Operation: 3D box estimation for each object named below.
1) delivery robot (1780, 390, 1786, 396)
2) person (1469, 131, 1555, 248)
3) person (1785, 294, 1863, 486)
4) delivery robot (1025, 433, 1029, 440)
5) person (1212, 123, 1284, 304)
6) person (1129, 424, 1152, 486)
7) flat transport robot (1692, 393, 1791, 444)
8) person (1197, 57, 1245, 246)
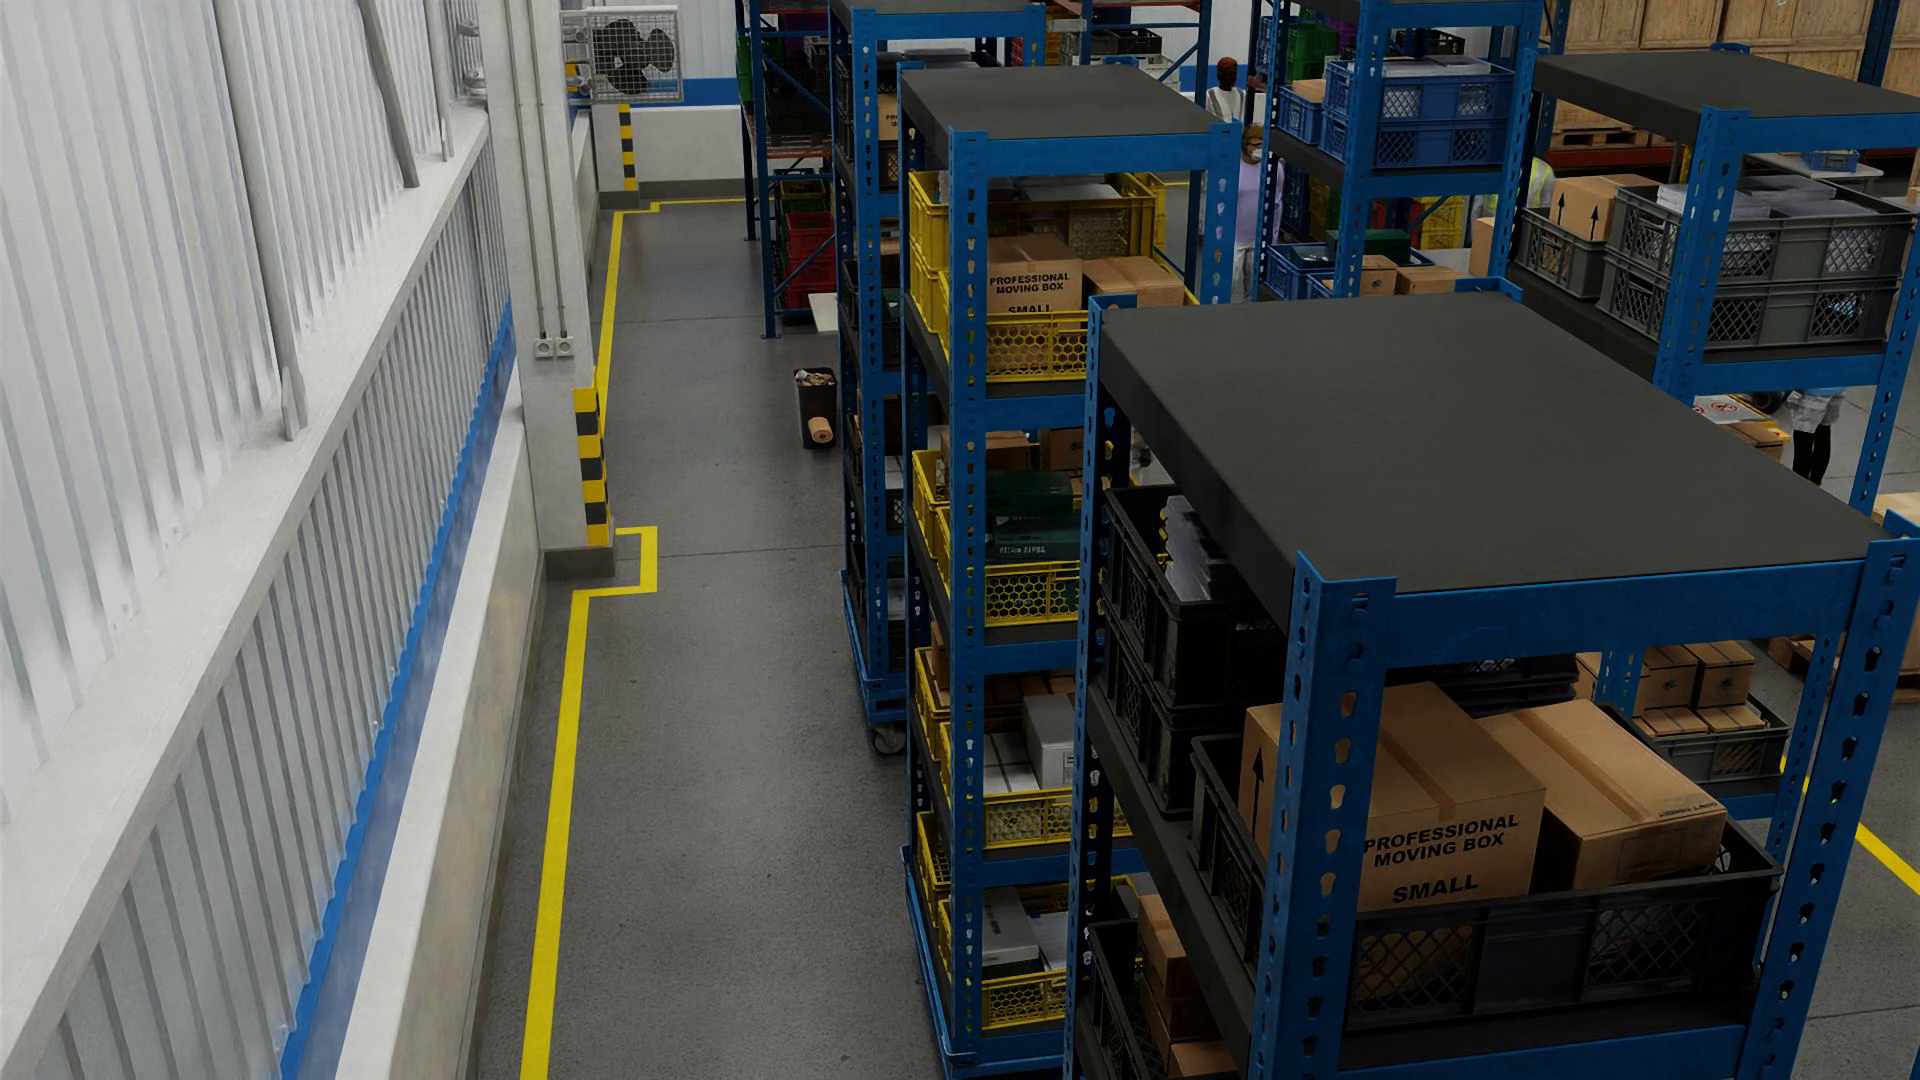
[{"bbox_3d":[6.066,-1.365,12.789,0.477,0.478,0.707,-21,32,-38],"label":"delivery robot"},{"bbox_3d":[4.559,-2.520,13.880,0.633,1.839,0.429,12,28,25],"label":"person"},{"bbox_3d":[5.538,-0.995,10.738,0.532,1.693,0.319,-17,30,-33],"label":"person"},{"bbox_3d":[0.154,-0.731,11.409,0.707,0.478,0.477,15,29,30],"label":"delivery robot"},{"bbox_3d":[2.324,-2.442,13.606,0.629,1.931,0.357,-7,26,-16],"label":"person"},{"bbox_3d":[0.967,-0.606,9.950,0.307,1.644,0.520,-15,29,-29],"label":"person"},{"bbox_3d":[5.224,-0.859,12.132,1.431,0.197,0.652,-4,25,-8],"label":"flat transport robot"},{"bbox_3d":[2.658,-3.941,16.919,0.574,1.882,0.356,-17,30,-33],"label":"person"}]
